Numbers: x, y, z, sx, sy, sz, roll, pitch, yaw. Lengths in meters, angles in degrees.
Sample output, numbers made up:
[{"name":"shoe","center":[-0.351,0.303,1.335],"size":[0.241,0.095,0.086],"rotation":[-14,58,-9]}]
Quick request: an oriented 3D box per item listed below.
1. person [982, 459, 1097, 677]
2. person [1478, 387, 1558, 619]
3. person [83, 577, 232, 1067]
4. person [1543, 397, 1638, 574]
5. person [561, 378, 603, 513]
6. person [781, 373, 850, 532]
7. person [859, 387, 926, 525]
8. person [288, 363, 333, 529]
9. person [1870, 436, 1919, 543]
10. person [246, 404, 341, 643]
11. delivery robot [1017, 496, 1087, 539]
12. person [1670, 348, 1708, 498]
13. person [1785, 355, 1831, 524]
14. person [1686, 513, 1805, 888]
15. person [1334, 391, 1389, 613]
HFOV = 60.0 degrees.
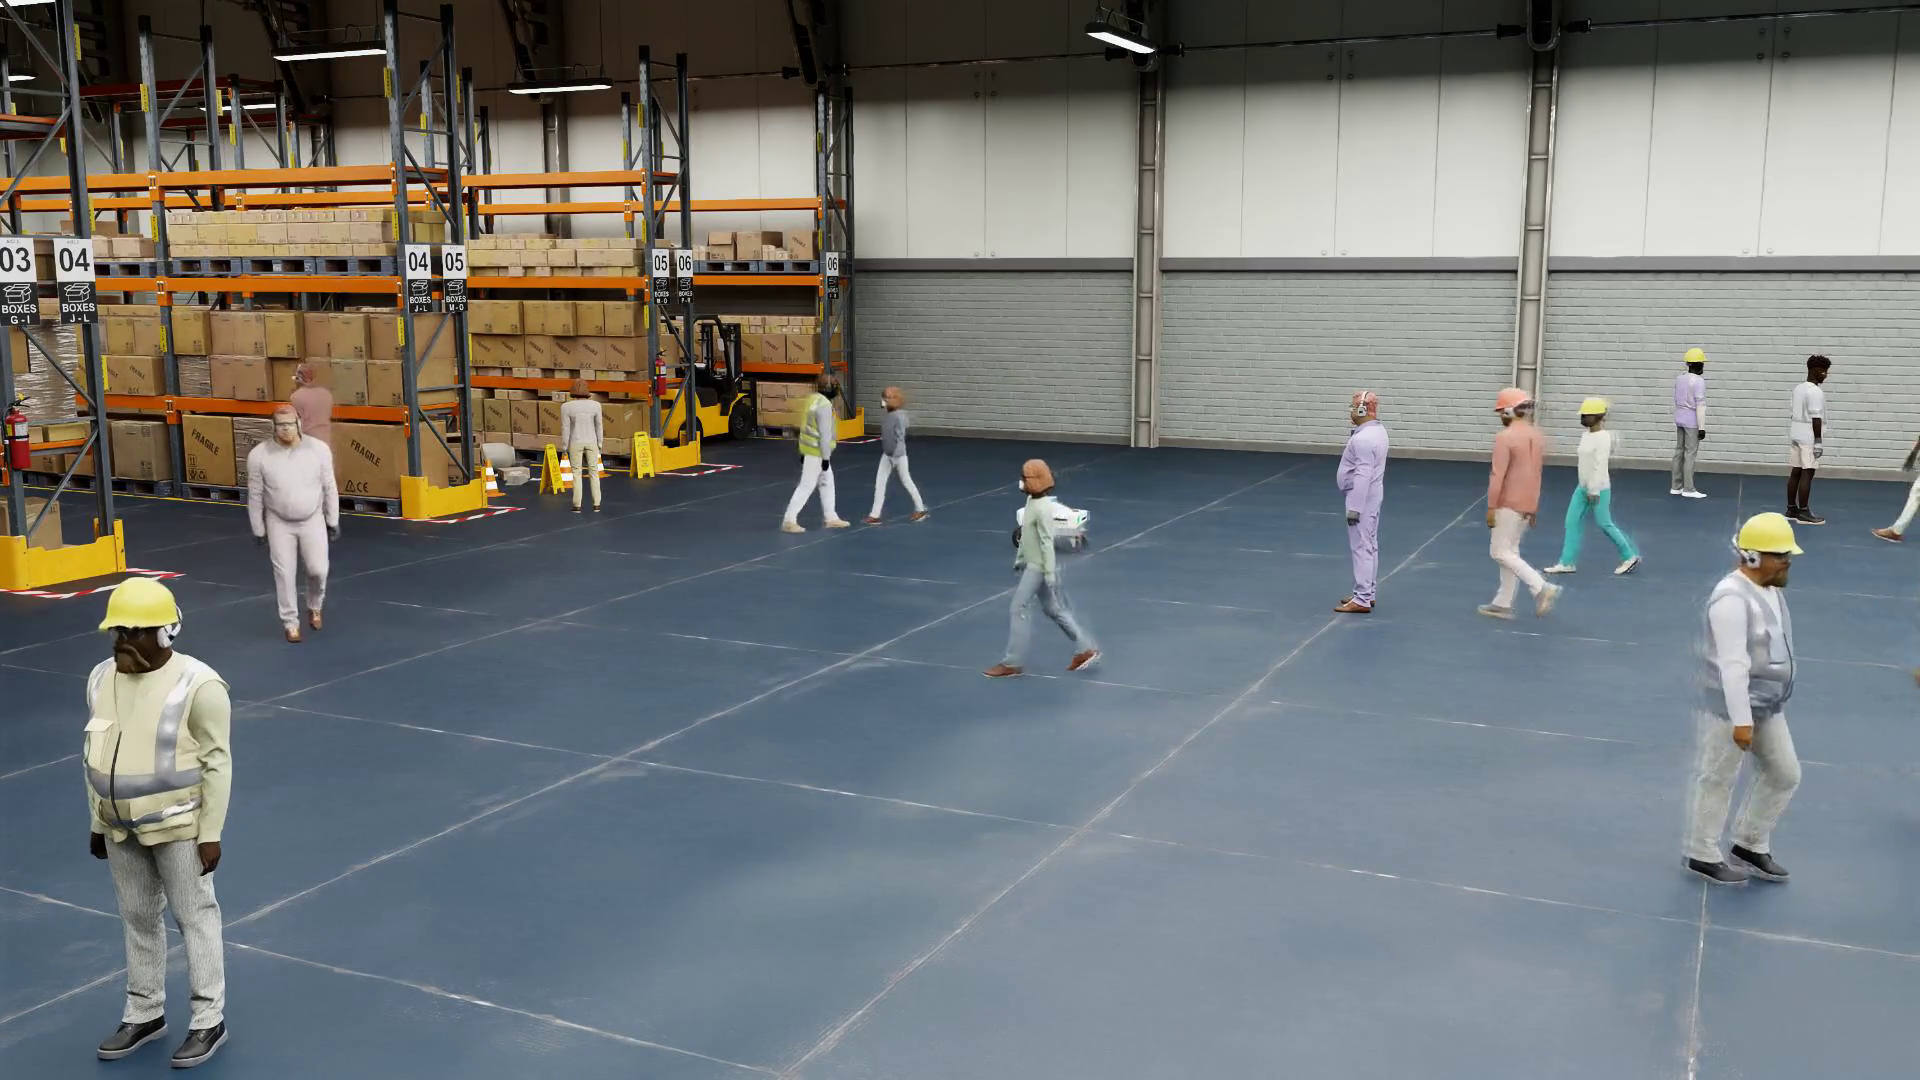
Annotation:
[{"name":"person","center":[0.606,0.195,12.071],"size":[0.829,1.596,0.497],"rotation":[0,9,-2]},{"name":"person","center":[4.694,-0.280,13.878],"size":[0.665,1.956,0.730],"rotation":[-7,12,-38]},{"name":"person","center":[-2.992,1.038,6.175],"size":[0.590,1.835,0.404],"rotation":[2,10,13]},{"name":"person","center":[6.155,-0.517,16.023],"size":[0.853,1.732,0.532],"rotation":[-1,9,-5]},{"name":"person","center":[-4.574,-1.143,20.167],"size":[0.497,1.633,0.285],"rotation":[-4,10,-22]},{"name":"person","center":[-1.667,-0.980,18.752],"size":[0.818,1.793,0.643],"rotation":[-2,10,-13]},{"name":"person","center":[-0.747,-0.978,19.275],"size":[0.842,1.597,0.503],"rotation":[-7,11,-36]},{"name":"person","center":[-7.350,-1.044,18.780],"size":[0.510,1.891,0.641],"rotation":[4,10,25]},{"name":"person","center":[10.378,-0.855,17.831],"size":[0.963,1.817,0.520],"rotation":[3,10,20]},{"name":"person","center":[-5.268,-0.136,13.175],"size":[0.689,1.899,0.466],"rotation":[-5,10,-26]},{"name":"delivery robot","center":[0.968,-0.214,17.481],"size":[0.707,0.478,0.477],"rotation":[3,10,19]},{"name":"person","center":[9.454,-1.513,21.527],"size":[0.357,1.930,0.587],"rotation":[-2,9,-9]},{"name":"person","center":[9.858,-1.167,19.316],"size":[0.378,1.959,0.604],"rotation":[0,9,2]},{"name":"person","center":[3.756,0.773,7.862],"size":[0.591,1.814,0.548],"rotation":[-8,12,-41]},{"name":"person","center":[3.446,-0.327,14.326],"size":[0.409,1.907,0.651],"rotation":[4,10,23]}]
